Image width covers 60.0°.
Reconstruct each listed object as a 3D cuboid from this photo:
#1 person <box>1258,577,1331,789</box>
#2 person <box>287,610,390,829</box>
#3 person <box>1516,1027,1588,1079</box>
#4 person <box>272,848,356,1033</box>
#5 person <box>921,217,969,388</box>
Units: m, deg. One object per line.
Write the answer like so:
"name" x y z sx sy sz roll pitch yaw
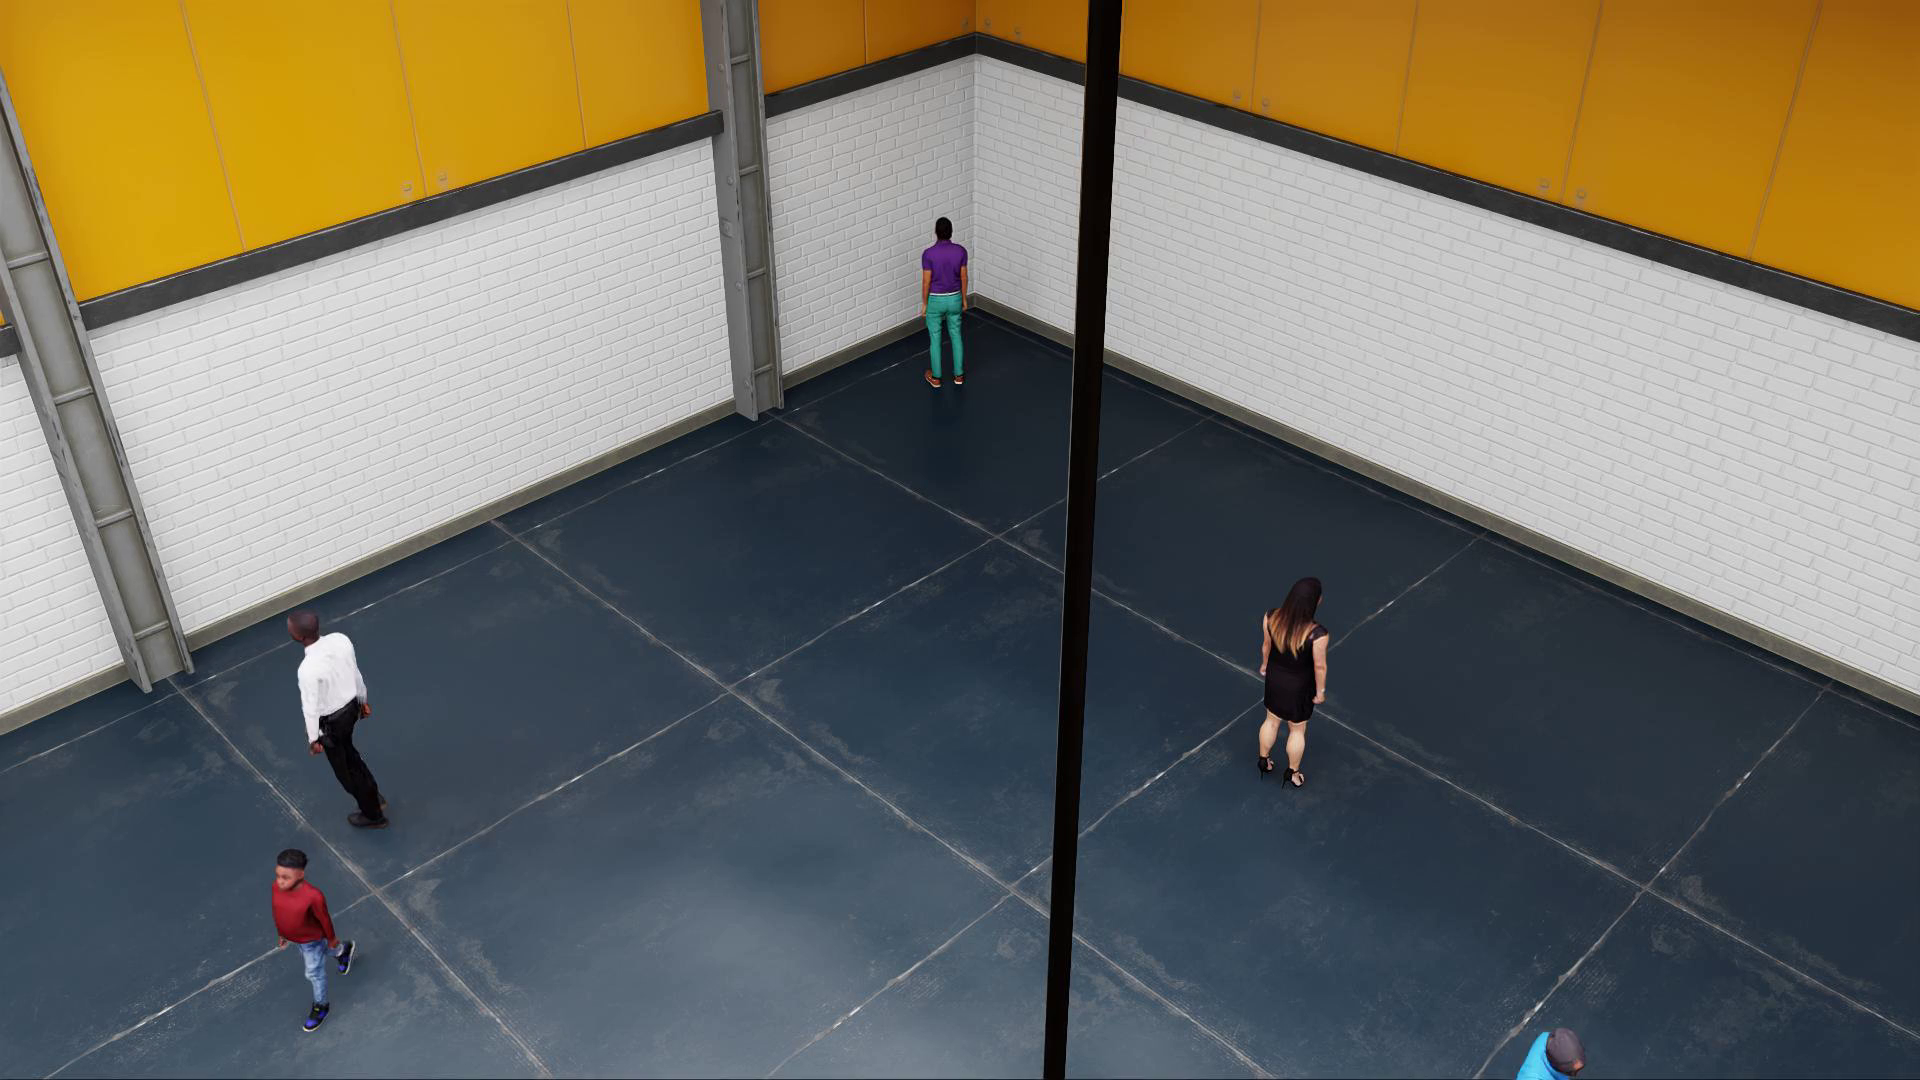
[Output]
"person" 2.292 0.990 11.518 0.673 1.716 0.612 25 41 32
"person" -4.050 1.228 11.064 0.871 1.823 0.776 9 35 14
"person" 2.832 3.005 8.435 0.882 1.773 0.733 0 34 0
"person" -3.888 2.295 9.979 0.685 1.247 0.890 13 36 19
"person" -0.157 -2.368 16.524 0.643 1.767 0.770 -9 35 -13
